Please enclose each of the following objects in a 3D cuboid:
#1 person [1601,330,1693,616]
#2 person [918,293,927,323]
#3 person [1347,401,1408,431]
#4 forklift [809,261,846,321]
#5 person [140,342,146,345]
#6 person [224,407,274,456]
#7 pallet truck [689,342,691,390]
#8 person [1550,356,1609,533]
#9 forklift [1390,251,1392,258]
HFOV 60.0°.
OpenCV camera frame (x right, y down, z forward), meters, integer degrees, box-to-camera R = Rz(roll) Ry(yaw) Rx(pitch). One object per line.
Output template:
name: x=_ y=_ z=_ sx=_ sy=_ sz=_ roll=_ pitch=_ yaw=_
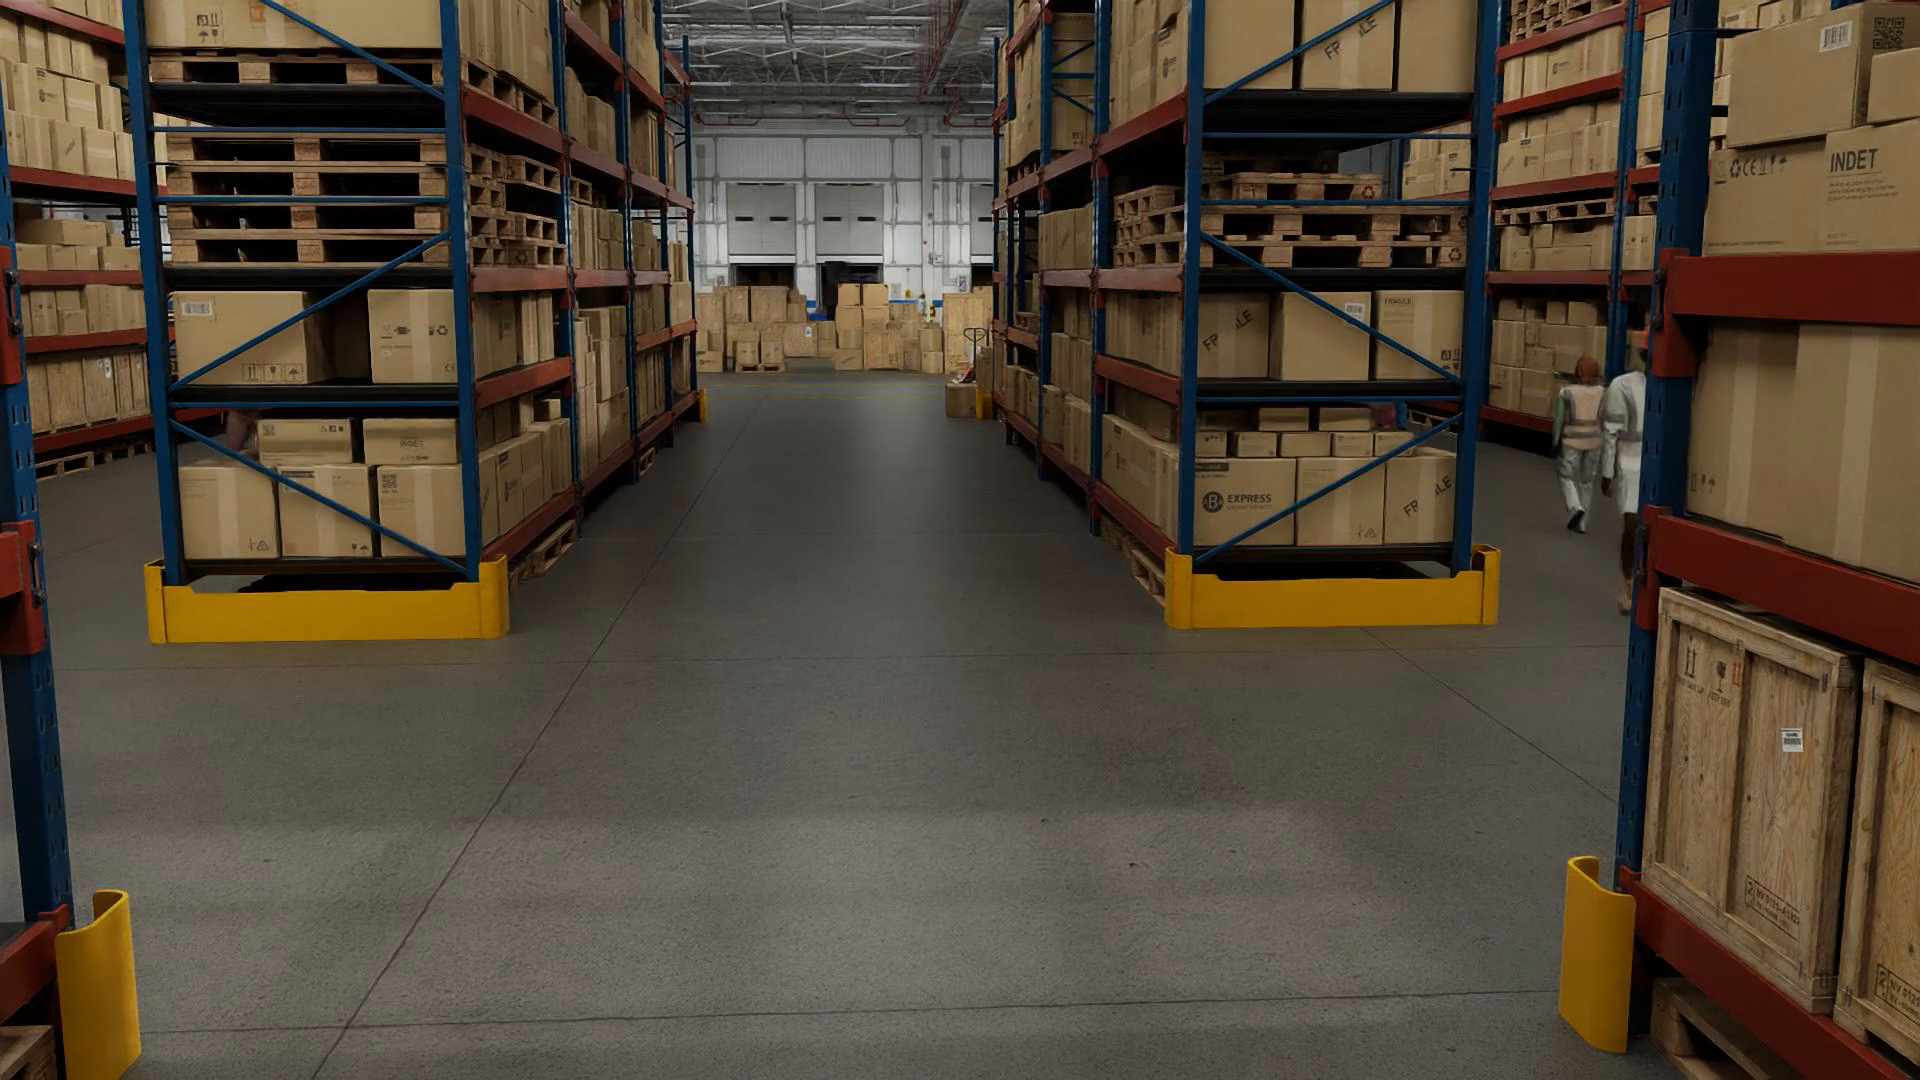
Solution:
person: x=4.781 y=-0.466 z=11.421 sx=0.626 sy=2.024 sz=0.646 roll=1 pitch=9 yaw=5
person: x=-1.581 y=-9.304 z=68.143 sx=0.454 sy=1.623 sz=0.522 roll=-3 pitch=10 yaw=-18
person: x=4.065 y=-1.119 z=16.213 sx=0.654 sy=1.802 sz=0.901 roll=-1 pitch=9 yaw=-7
forklift: x=-4.120 y=-7.844 z=55.086 sx=1.873 sy=2.768 sz=1.129 roll=3 pitch=10 yaw=20
person: x=-27.506 y=-7.543 z=56.034 sx=0.448 sy=1.979 sz=0.697 roll=0 pitch=9 yaw=1
person: x=-7.326 y=-1.287 z=17.097 sx=0.649 sy=1.871 sz=0.742 roll=1 pitch=9 yaw=7
pallet truck: x=-5.225 y=-3.008 z=27.480 sx=1.885 sy=1.965 sz=0.823 roll=2 pitch=9 yaw=14
person: x=5.651 y=-0.851 z=15.094 sx=0.532 sy=1.623 sz=0.453 roll=1 pitch=9 yaw=4
forklift: x=8.339 y=-4.247 z=32.495 sx=1.129 sy=2.768 sz=1.873 roll=5 pitch=10 yaw=30
